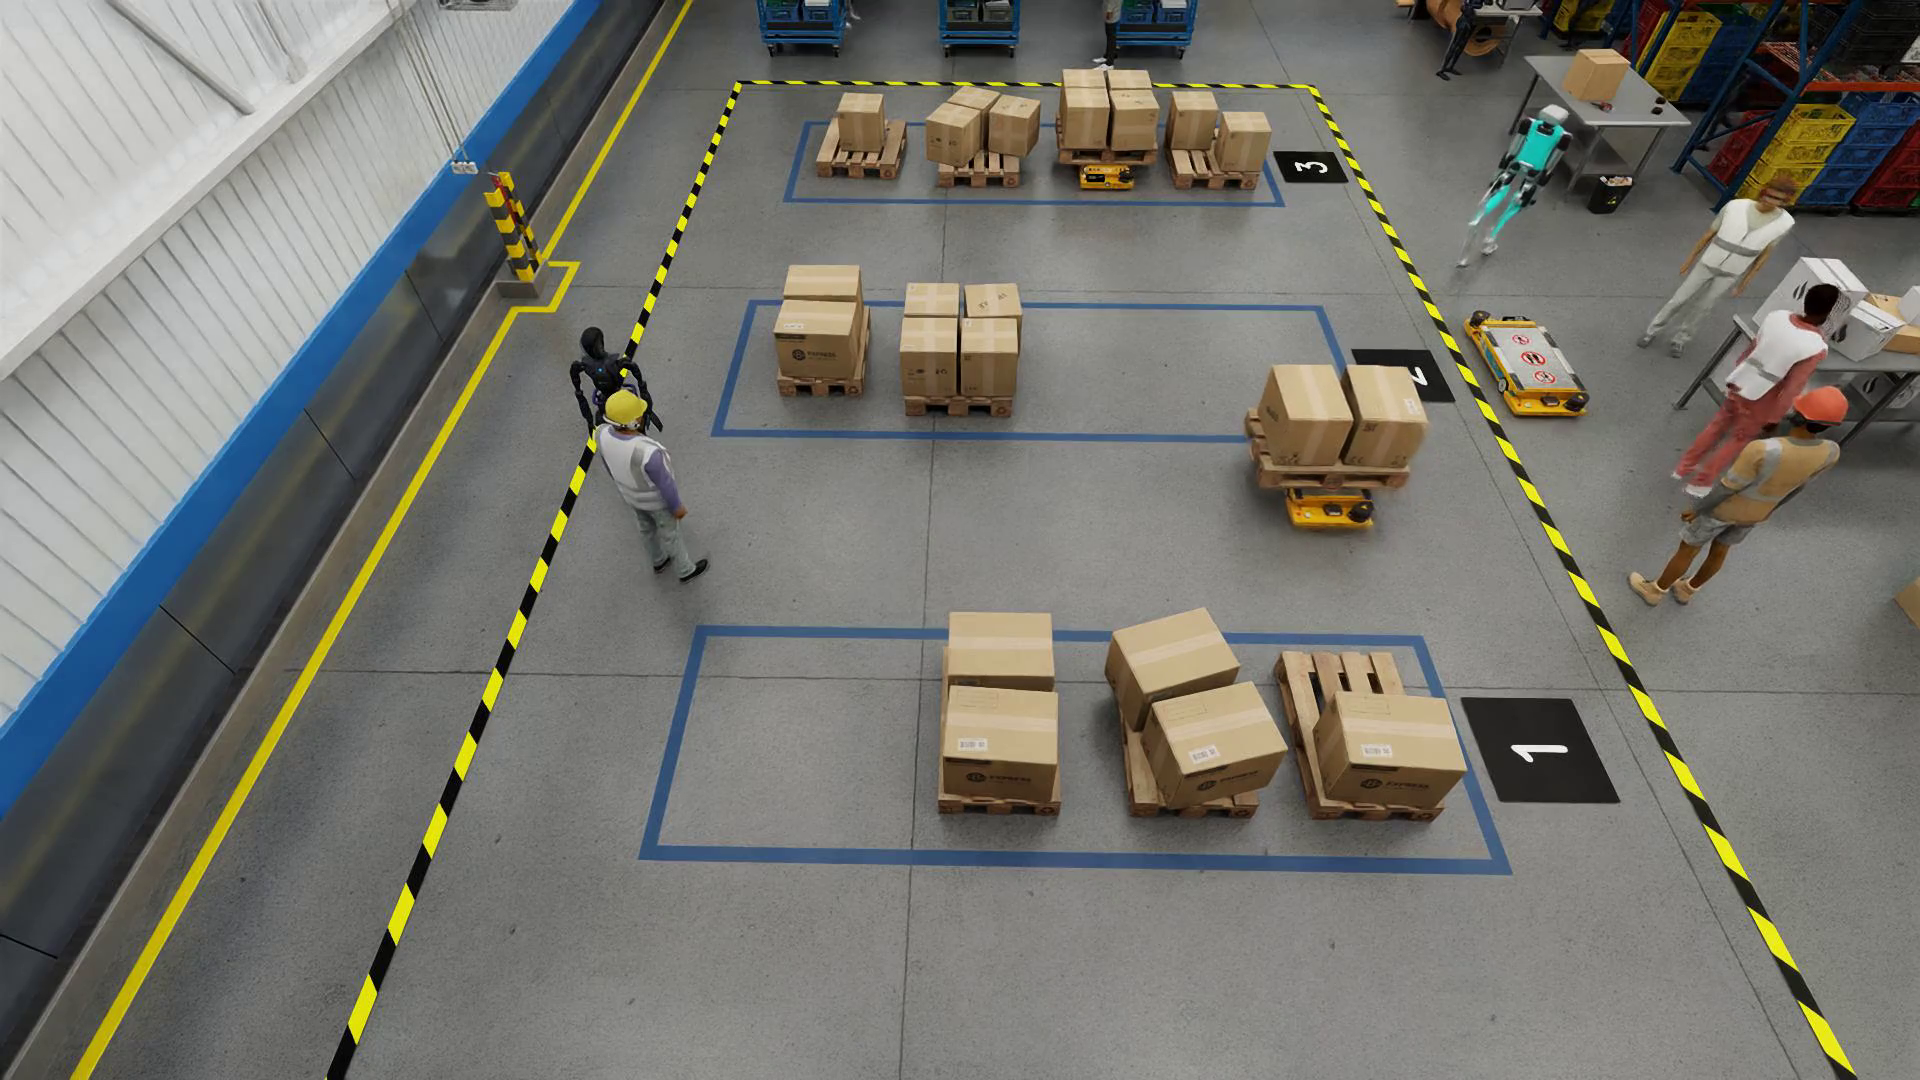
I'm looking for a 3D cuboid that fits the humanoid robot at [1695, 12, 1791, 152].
[{"bbox_3d":[9.963,-5.723,11.558,0.497,1.646,0.585,23,53,19],"label":"humanoid robot"}]

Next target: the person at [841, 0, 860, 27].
[{"bbox_3d":[-1.802,-9.073,14.411,0.322,1.740,0.492,20,52,17],"label":"person"}]

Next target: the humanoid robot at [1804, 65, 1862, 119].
[{"bbox_3d":[11.249,-5.874,11.714,0.614,1.647,0.624,-35,58,-27],"label":"humanoid robot"}]

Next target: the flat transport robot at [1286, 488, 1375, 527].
[{"bbox_3d":[3.148,-0.707,8.127,0.652,0.197,1.431,1,49,1],"label":"flat transport robot"}]

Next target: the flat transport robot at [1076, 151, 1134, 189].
[{"bbox_3d":[1.845,-4.982,11.827,0.652,0.197,1.431,1,49,1],"label":"flat transport robot"}]

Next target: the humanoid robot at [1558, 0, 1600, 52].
[{"bbox_3d":[9.463,-8.248,13.741,0.368,1.643,0.609,3,49,2],"label":"humanoid robot"}]

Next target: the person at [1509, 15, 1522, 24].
[{"bbox_3d":[9.017,-9.127,14.375,0.530,1.869,0.313,-4,49,-3],"label":"person"}]

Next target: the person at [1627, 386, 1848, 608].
[{"bbox_3d":[5.568,-0.264,6.590,0.611,2.041,0.391,-1,49,-1],"label":"person"}]

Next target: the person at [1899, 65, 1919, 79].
[{"bbox_3d":[14.129,-7.646,12.986,0.604,2.033,0.387,-14,51,-12],"label":"person"}]

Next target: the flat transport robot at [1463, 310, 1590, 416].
[{"bbox_3d":[5.573,-1.757,9.054,0.659,0.231,1.431,1,49,1],"label":"flat transport robot"}]

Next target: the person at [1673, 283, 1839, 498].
[{"bbox_3d":[6.496,-1.197,7.509,0.363,1.876,0.709,-1,49,-1],"label":"person"}]

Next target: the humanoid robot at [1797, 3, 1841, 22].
[{"bbox_3d":[12.228,-7.522,13.158,0.725,1.906,0.554,4,49,3],"label":"humanoid robot"}]

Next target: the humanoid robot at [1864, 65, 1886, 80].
[{"bbox_3d":[13.207,-7.509,13.073,0.533,1.737,1.018,-28,55,-22],"label":"humanoid robot"}]

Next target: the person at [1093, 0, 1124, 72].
[{"bbox_3d":[2.166,-7.767,13.209,0.380,1.851,0.596,5,49,4],"label":"person"}]

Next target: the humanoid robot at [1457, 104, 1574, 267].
[{"bbox_3d":[5.784,-3.625,9.743,1.035,1.784,0.538,-34,57,-26],"label":"humanoid robot"}]

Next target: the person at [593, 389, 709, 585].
[{"bbox_3d":[-2.300,-0.371,6.820,0.599,1.829,0.404,23,53,19],"label":"person"}]

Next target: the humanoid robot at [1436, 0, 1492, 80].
[{"bbox_3d":[7.336,-7.495,13.078,0.599,1.659,0.315,-27,54,-21],"label":"humanoid robot"}]

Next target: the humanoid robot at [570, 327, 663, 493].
[{"bbox_3d":[-2.773,-1.041,7.492,0.599,1.657,0.315,-8,50,-7],"label":"humanoid robot"}]

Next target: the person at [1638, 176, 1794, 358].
[{"bbox_3d":[7.247,-2.601,8.743,0.569,1.841,0.376,27,54,21],"label":"person"}]
